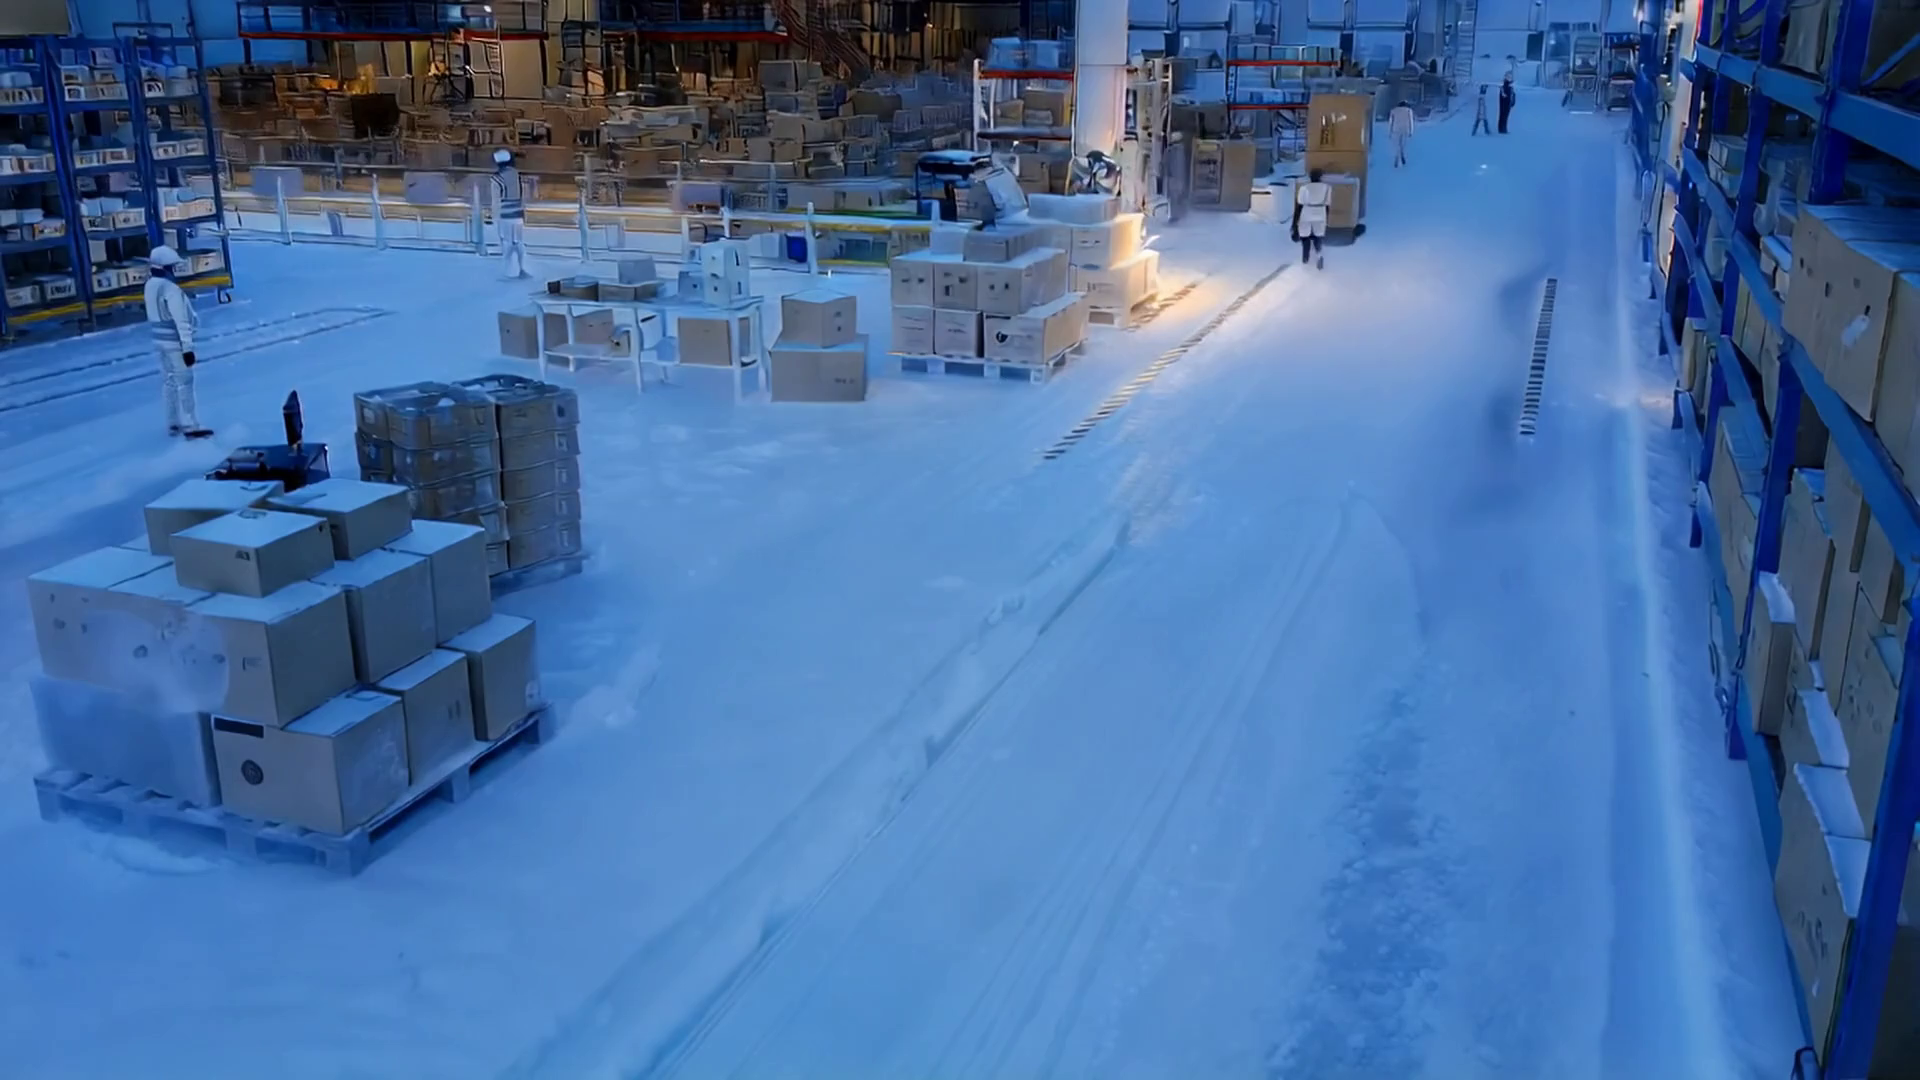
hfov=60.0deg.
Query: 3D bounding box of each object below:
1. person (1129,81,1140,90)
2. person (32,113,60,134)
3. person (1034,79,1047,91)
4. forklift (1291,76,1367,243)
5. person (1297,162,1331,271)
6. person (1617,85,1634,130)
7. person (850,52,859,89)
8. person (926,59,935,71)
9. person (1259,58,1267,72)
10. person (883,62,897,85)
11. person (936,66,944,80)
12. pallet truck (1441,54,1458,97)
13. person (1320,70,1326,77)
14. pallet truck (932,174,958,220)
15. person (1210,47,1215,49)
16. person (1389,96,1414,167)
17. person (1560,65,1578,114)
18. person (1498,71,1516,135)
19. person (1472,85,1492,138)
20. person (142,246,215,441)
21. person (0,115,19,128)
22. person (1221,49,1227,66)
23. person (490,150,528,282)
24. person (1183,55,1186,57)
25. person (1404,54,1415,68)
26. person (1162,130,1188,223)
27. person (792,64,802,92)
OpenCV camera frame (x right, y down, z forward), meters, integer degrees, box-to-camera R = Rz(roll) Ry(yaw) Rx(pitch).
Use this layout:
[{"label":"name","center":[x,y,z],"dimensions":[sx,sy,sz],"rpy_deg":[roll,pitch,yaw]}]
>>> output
[{"label":"person","center":[7.044,-18.206,66.930],"dimensions":[0.611,1.904,0.494],"rpy_deg":[-6,19,-19]},{"label":"person","center":[-23.456,-10.568,42.745],"dimensions":[0.617,2.027,0.466],"rpy_deg":[-9,20,-26]},{"label":"person","center":[3.285,-18.390,67.463],"dimensions":[0.548,1.942,0.343],"rpy_deg":[8,19,23]},{"label":"forklift","center":[6.598,-6.755,29.381],"dimensions":[1.129,2.768,1.873],"rpy_deg":[6,19,19]},{"label":"person","center":[5.483,-5.006,25.809],"dimensions":[0.550,1.684,0.427],"rpy_deg":[-2,18,-6]},{"label":"person","center":[21.890,-14.144,54.117],"dimensions":[0.993,1.954,0.610],"rpy_deg":[-5,18,-14]},{"label":"person","center":[-5.478,-24.533,86.861],"dimensions":[0.574,1.881,0.358],"rpy_deg":[7,19,20]},{"label":"person","center":[-1.354,-20.605,74.577],"dimensions":[0.345,1.847,0.508],"rpy_deg":[13,22,36]},{"label":"person","center":[16.217,-25.196,89.012],"dimensions":[0.429,1.841,0.633],"rpy_deg":[7,19,22]},{"label":"person","center":[-2.894,-18.514,67.849],"dimensions":[0.623,1.949,0.454],"rpy_deg":[-8,20,-25]},{"label":"person","center":[-0.773,-17.937,66.225],"dimensions":[0.919,1.838,0.527],"rpy_deg":[13,22,36]},{"label":"pallet truck","center":[22.765,-21.886,78.355],"dimensions":[0.823,1.965,1.885],"rpy_deg":[-4,18,-14]},{"label":"person","center":[13.235,-16.297,61.024],"dimensions":[0.622,1.852,0.522],"rpy_deg":[-13,22,-35]},{"label":"pallet truck","center":[-0.507,-5.292,27.348],"dimensions":[0.653,1.274,1.630],"rpy_deg":[6,19,19]},{"label":"person","center":[14.165,-26.684,93.488],"dimensions":[0.832,1.955,0.666],"rpy_deg":[12,21,32]},{"label":"person","center":[11.531,-10.686,43.484],"dimensions":[0.622,1.796,0.835],"rpy_deg":[5,18,14]},{"label":"person","center":[24.086,-17.800,65.724],"dimensions":[0.414,1.866,0.626],"rpy_deg":[-10,20,-29]},{"label":"person","center":[17.938,-14.323,54.524],"dimensions":[0.537,2.000,0.694],"rpy_deg":[0,18,0]},{"label":"person","center":[16.695,-13.624,52.912],"dimensions":[0.727,1.665,0.555],"rpy_deg":[9,20,25]},{"label":"person","center":[-7.383,-1.846,15.655],"dimensions":[0.588,1.833,0.404],"rpy_deg":[14,22,37]},{"label":"person","center":[-27.810,-12.333,48.487],"dimensions":[0.639,1.911,0.402],"rpy_deg":[-4,18,-12]},{"label":"person","center":[14.851,-26.821,94.112],"dimensions":[1.002,1.842,0.626],"rpy_deg":[15,23,40]},{"label":"person","center":[-6.766,-4.848,24.912],"dimensions":[0.402,1.941,0.602],"rpy_deg":[12,21,32]},{"label":"person","center":[11.249,-23.530,83.852],"dimensions":[0.610,1.803,0.871],"rpy_deg":[-9,20,-25]},{"label":"person","center":[21.522,-22.273,79.670],"dimensions":[0.357,1.937,0.638],"rpy_deg":[-10,20,-28]},{"label":"person","center":[4.117,-6.945,31.814],"dimensions":[0.371,1.747,0.521],"rpy_deg":[-10,20,-30]},{"label":"person","center":[-6.930,-19.249,70.454],"dimensions":[0.449,1.750,0.559],"rpy_deg":[7,19,20]}]
